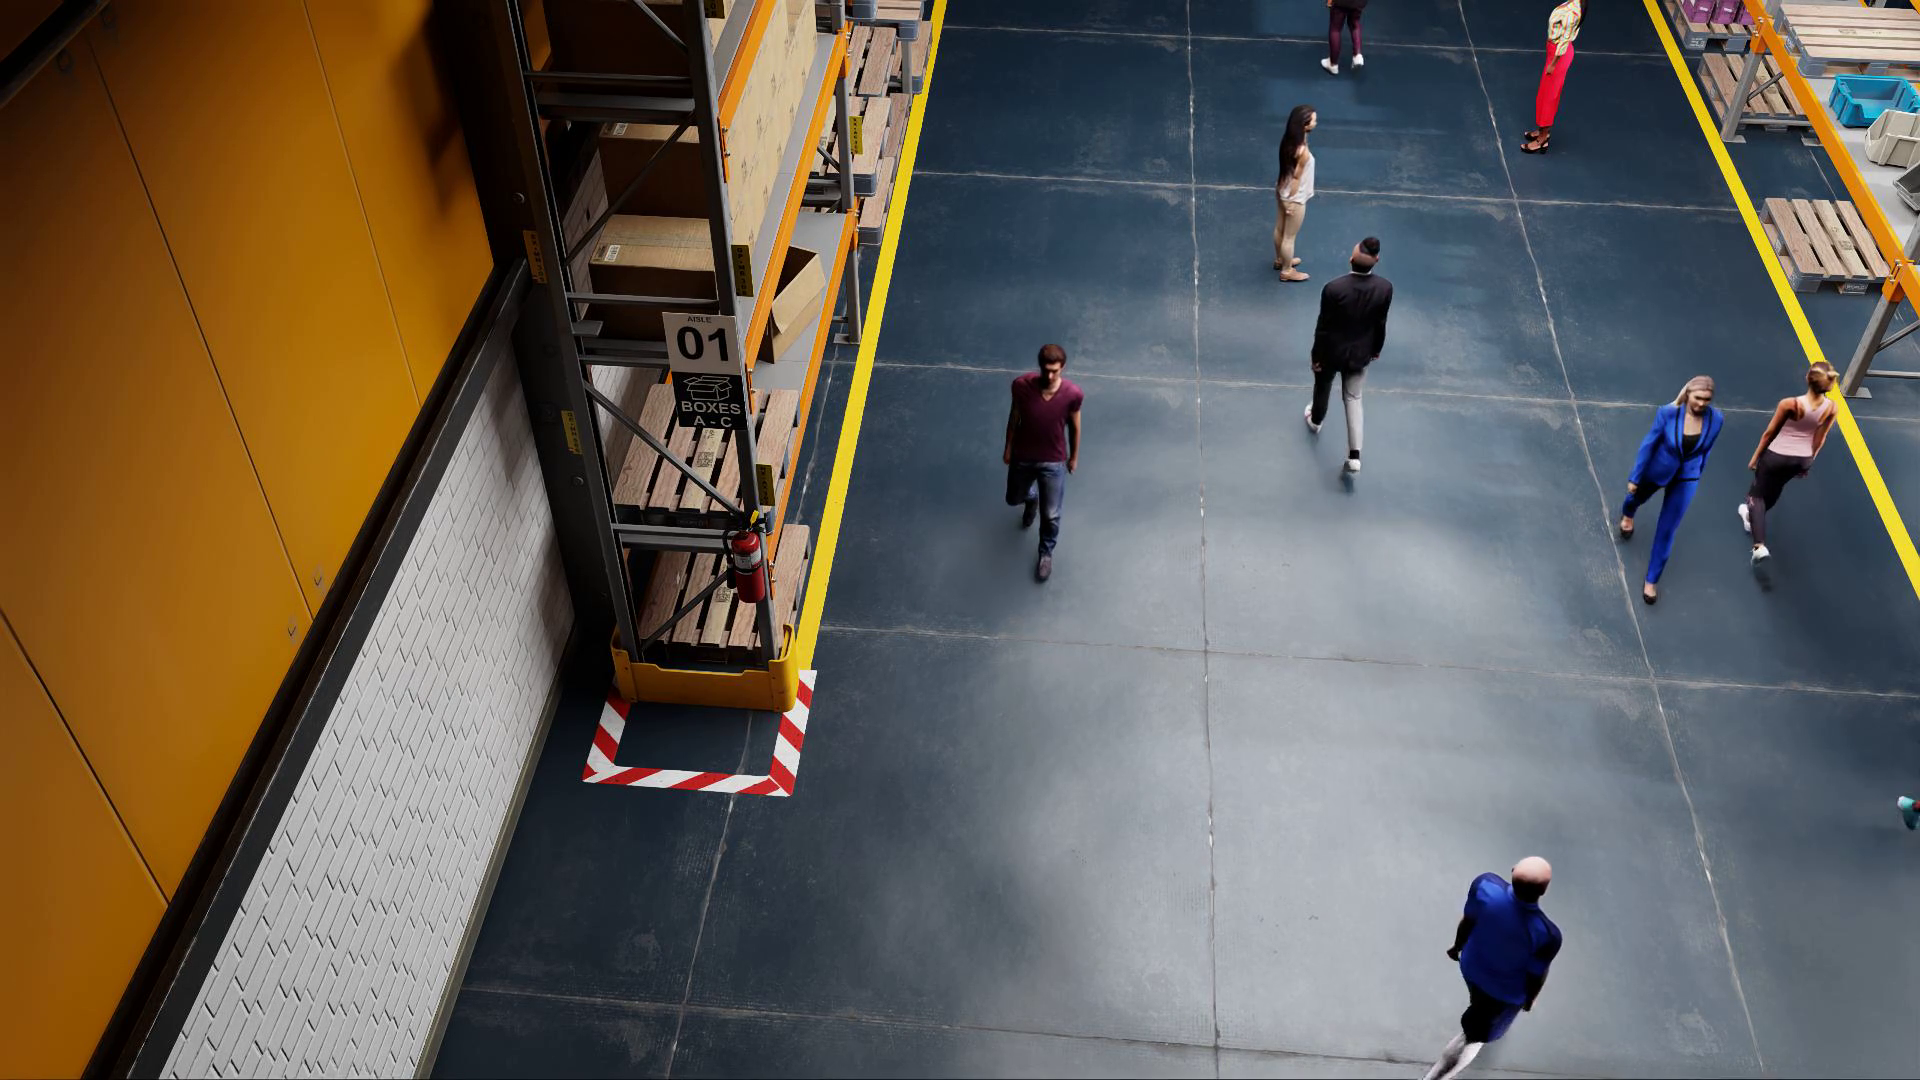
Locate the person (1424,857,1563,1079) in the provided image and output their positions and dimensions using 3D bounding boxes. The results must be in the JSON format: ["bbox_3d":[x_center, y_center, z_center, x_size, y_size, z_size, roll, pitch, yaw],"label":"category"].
[{"bbox_3d":[2.684,2.260,8.519,1.190,1.811,1.200,-24,49,-23],"label":"person"}]

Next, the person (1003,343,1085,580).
[{"bbox_3d":[0.555,-0.639,11.545,0.777,1.835,0.987,9,44,10],"label":"person"}]

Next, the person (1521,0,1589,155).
[{"bbox_3d":[5.609,-4.480,15.607,0.717,1.793,0.575,17,46,17],"label":"person"}]

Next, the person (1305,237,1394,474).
[{"bbox_3d":[2.873,-1.347,12.228,0.872,1.917,1.263,-3,44,-3],"label":"person"}]

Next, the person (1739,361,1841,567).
[{"bbox_3d":[5.765,-0.524,11.574,0.566,1.628,0.973,4,44,4],"label":"person"}]

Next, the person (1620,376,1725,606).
[{"bbox_3d":[4.876,-0.494,11.526,0.731,1.652,1.184,8,44,8],"label":"person"}]

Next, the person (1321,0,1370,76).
[{"bbox_3d":[3.951,-5.480,16.676,0.767,1.767,0.849,-12,45,-12],"label":"person"}]

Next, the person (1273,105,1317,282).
[{"bbox_3d":[2.799,-2.929,14.080,0.679,1.653,0.631,-27,50,-25],"label":"person"}]
